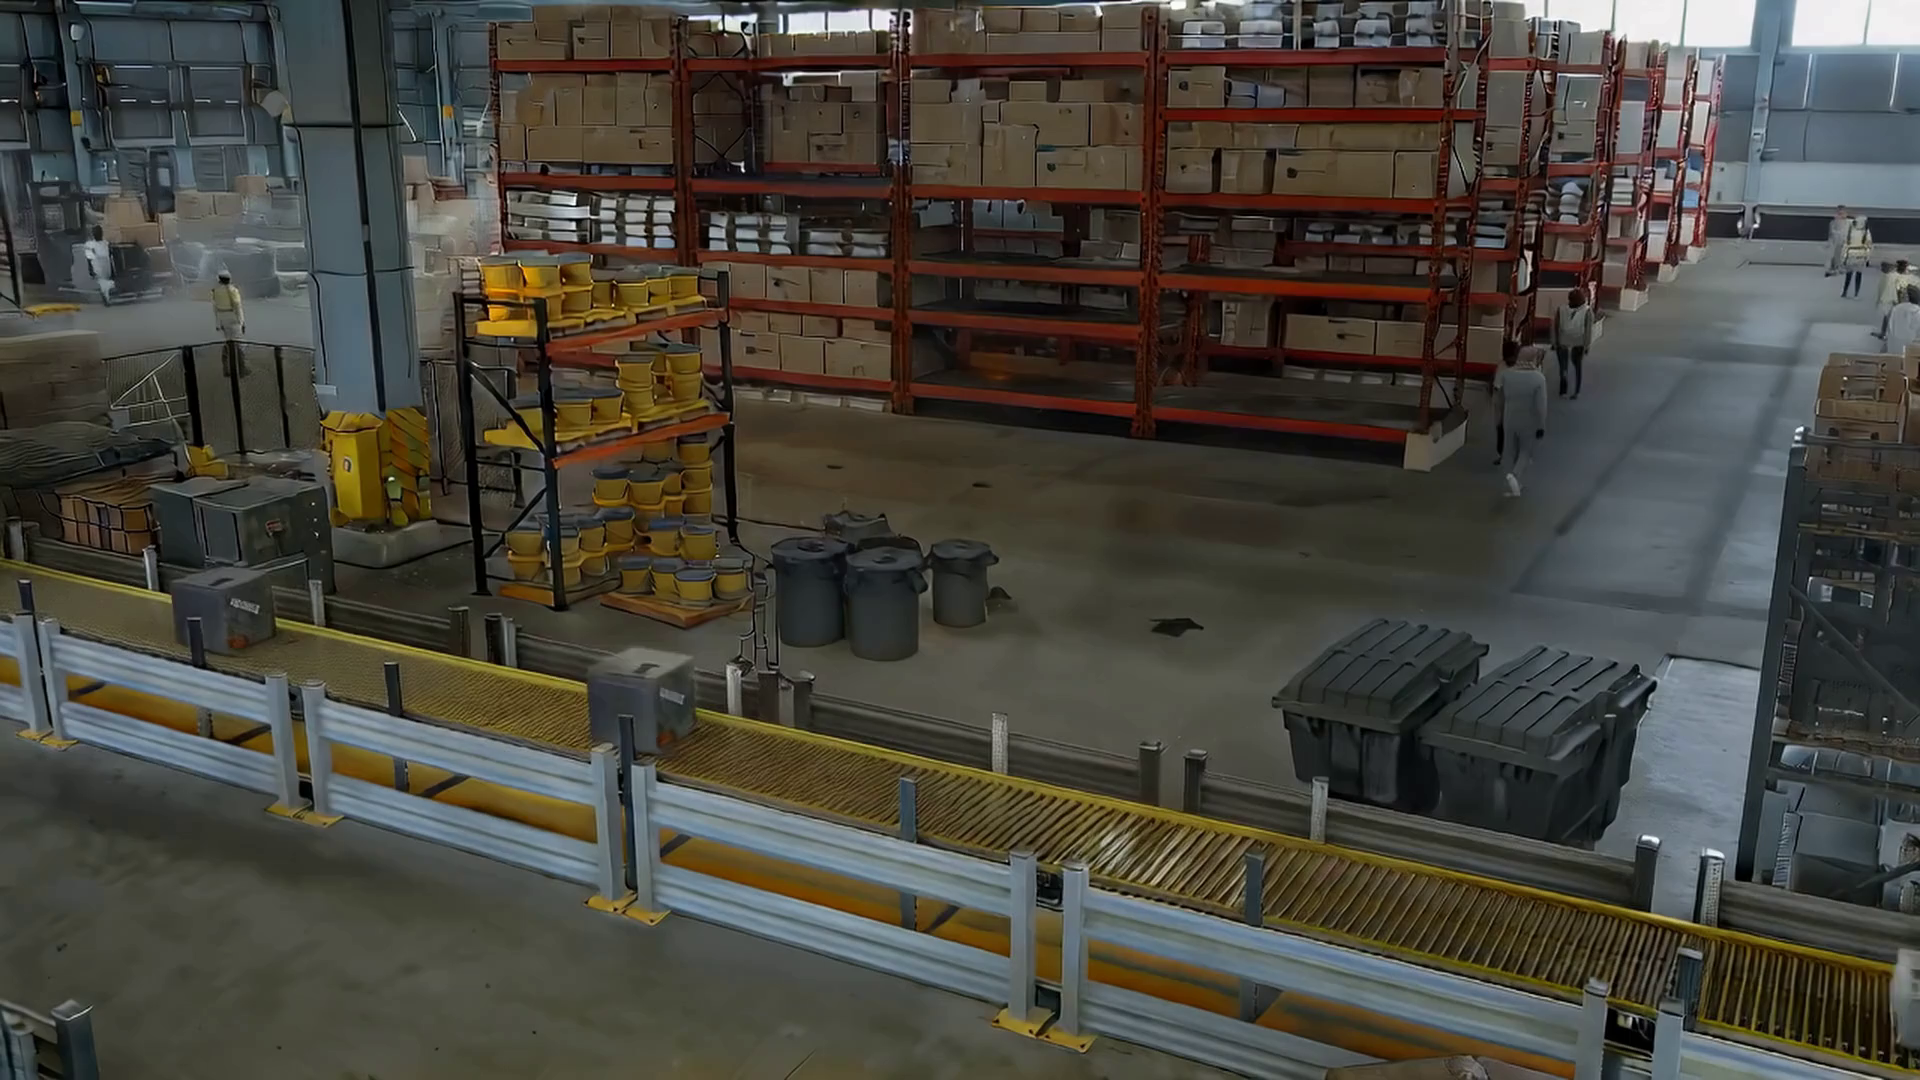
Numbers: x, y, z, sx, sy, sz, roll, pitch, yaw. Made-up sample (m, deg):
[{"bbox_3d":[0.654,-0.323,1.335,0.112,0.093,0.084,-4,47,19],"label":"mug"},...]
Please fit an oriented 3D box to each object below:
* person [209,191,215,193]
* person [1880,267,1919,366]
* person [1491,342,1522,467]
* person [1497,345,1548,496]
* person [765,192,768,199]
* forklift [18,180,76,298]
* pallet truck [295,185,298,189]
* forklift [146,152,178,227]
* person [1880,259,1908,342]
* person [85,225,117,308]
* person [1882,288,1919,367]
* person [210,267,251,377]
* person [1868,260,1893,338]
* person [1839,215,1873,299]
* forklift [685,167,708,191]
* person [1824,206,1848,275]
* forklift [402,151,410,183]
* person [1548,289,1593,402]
[{"bbox_3d":[-24.326,-10.441,54.264,0.358,1.882,0.574,8,17,29],"label":"person"},{"bbox_3d":[16.908,-3.938,29.786,0.549,1.909,0.879,-1,15,-3],"label":"person"},{"bbox_3d":[7.422,-1.853,22.406,0.533,1.667,0.820,7,16,25],"label":"person"},{"bbox_3d":[6.857,-1.437,20.391,0.567,1.895,0.659,-14,20,-42],"label":"person"},{"bbox_3d":[-8.025,-14.021,67.641,0.629,1.935,0.376,-5,16,-19],"label":"person"},{"bbox_3d":[-22.423,-7.492,41.263,1.873,2.768,1.129,8,17,28],"label":"forklift"},{"bbox_3d":[-26.804,-14.617,69.738,1.885,1.965,0.823,-14,20,-42],"label":"pallet truck"},{"bbox_3d":[-30.086,-13.242,62.882,1.873,2.768,1.129,8,17,28],"label":"forklift"},{"bbox_3d":[18.801,-4.806,33.446,0.377,1.691,0.558,-4,15,-13],"label":"person"},{"bbox_3d":[-20.199,-6.442,39.104,0.564,1.947,0.624,10,18,34],"label":"person"},{"bbox_3d":[15.129,-3.138,26.812,0.956,1.888,0.652,-1,15,-4],"label":"person"},{"bbox_3d":[-12.889,-3.848,29.371,0.549,1.937,0.358,0,15,0],"label":"person"},{"bbox_3d":[18.838,-4.911,33.984,0.514,1.604,0.549,9,17,30],"label":"person"},{"bbox_3d":[21.933,-6.918,40.710,0.611,2.042,0.395,14,20,41],"label":"person"},{"bbox_3d":[-7.871,-9.672,49.461,1.129,2.768,1.873,8,17,28],"label":"forklift"},{"bbox_3d":[24.414,-8.324,46.271,0.639,1.902,0.407,-4,16,-16],"label":"person"},{"bbox_3d":[-21.519,-13.653,64.424,1.873,2.768,1.129,-1,15,-5],"label":"forklift"},{"bbox_3d":[9.893,-3.163,27.028,0.645,1.812,0.744,7,17,26],"label":"person"}]
